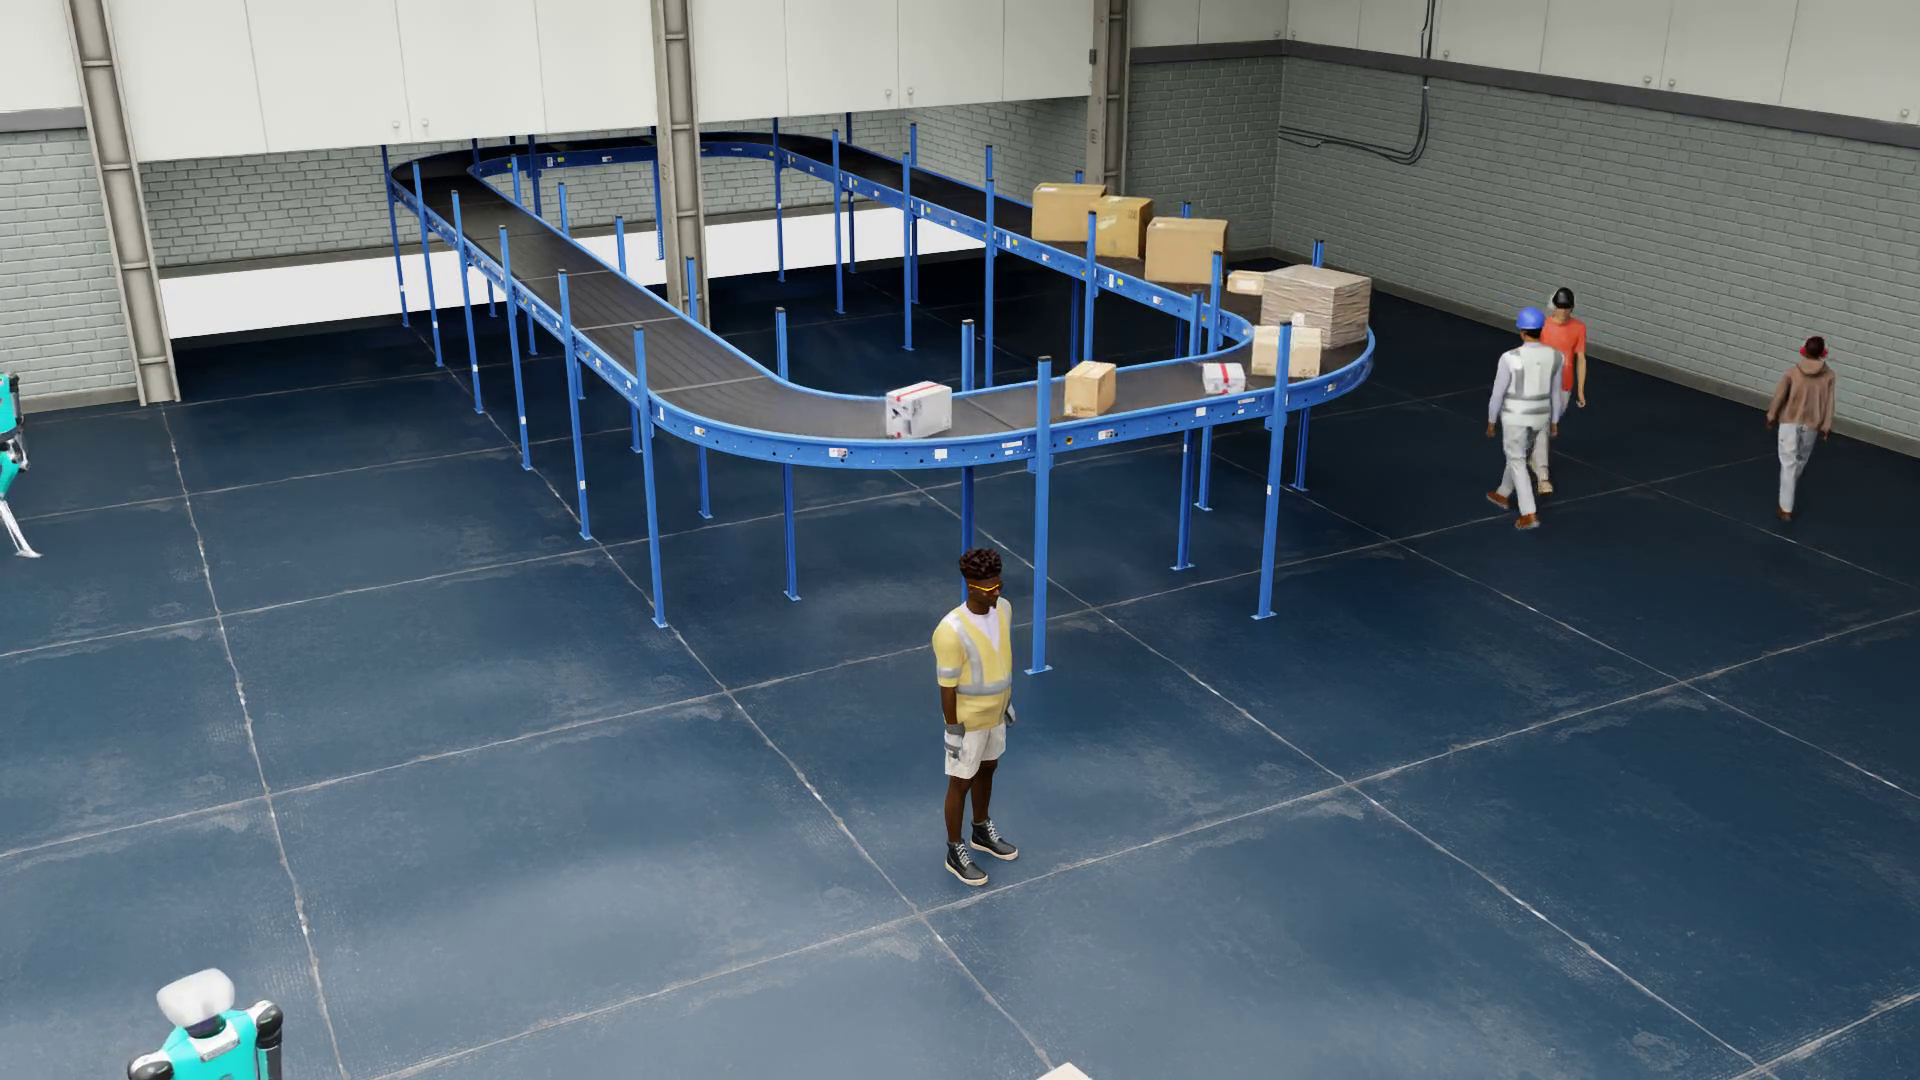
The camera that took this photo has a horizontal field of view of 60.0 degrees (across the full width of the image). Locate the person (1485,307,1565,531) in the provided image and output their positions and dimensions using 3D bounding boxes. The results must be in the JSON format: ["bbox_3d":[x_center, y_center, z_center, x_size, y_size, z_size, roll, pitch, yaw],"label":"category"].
[{"bbox_3d":[4.871,-1.055,14.322,0.614,1.897,0.982,-5,23,-13],"label":"person"}]

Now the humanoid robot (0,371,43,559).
[{"bbox_3d":[-8.074,-0.669,13.598,0.941,1.777,0.545,7,23,17],"label":"humanoid robot"}]

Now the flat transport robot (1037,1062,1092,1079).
[{"bbox_3d":[0.480,3.038,6.365,1.431,0.231,0.659,-17,27,-36],"label":"flat transport robot"}]

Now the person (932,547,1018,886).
[{"bbox_3d":[0.106,0.956,9.253,0.367,1.966,0.603,15,26,33],"label":"person"}]

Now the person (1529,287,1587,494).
[{"bbox_3d":[5.436,-1.400,15.233,0.485,1.861,1.006,1,22,4],"label":"person"}]

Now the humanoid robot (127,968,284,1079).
[{"bbox_3d":[-2.796,2.334,6.182,0.810,1.808,0.554,18,28,37],"label":"humanoid robot"}]

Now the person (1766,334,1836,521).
[{"bbox_3d":[7.358,-1.036,14.633,0.490,1.602,0.852,5,23,12],"label":"person"}]
